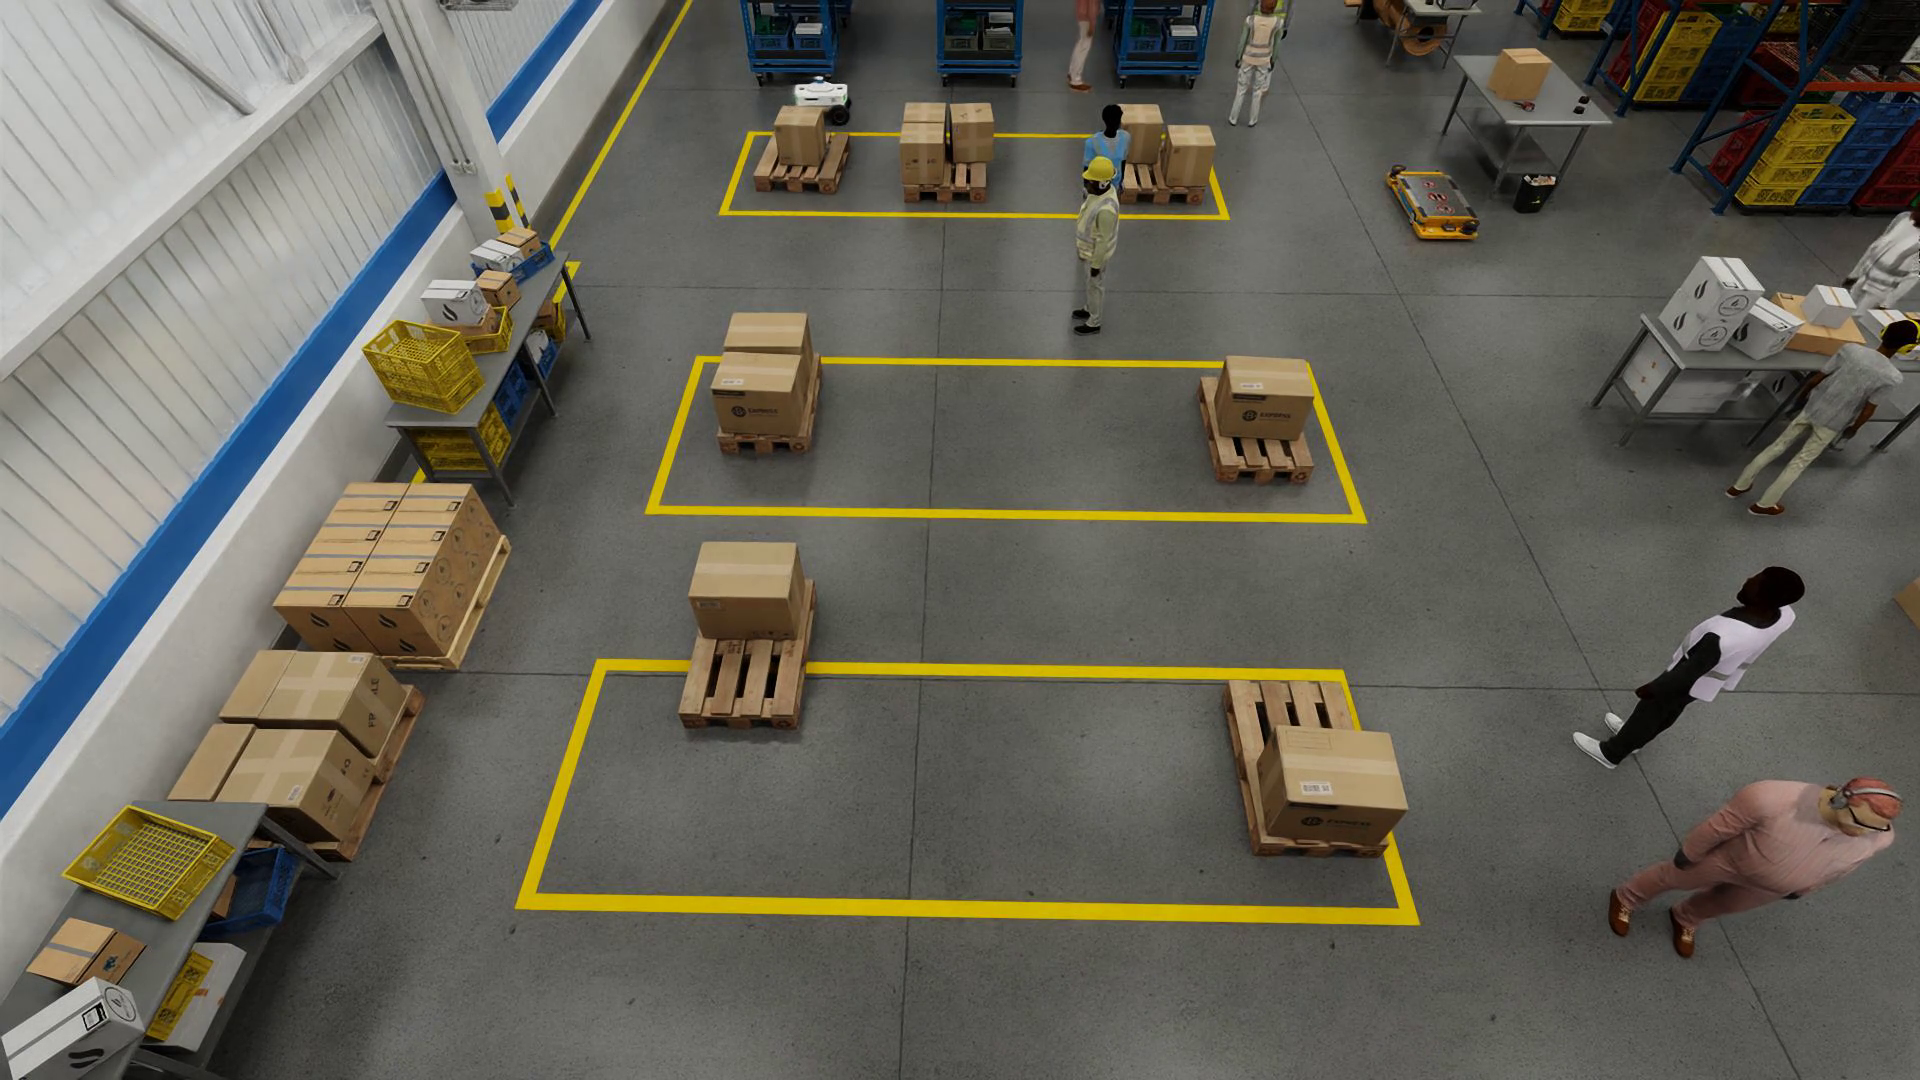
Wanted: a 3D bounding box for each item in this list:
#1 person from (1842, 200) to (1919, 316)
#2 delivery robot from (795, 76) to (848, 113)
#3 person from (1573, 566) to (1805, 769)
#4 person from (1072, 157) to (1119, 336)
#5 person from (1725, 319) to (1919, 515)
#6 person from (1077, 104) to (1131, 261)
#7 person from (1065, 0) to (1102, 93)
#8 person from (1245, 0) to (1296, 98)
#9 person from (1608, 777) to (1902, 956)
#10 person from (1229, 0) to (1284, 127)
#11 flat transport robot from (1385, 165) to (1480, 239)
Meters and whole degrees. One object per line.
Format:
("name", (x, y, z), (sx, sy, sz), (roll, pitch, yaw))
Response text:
("person", (8.426, -2.368, 8.531), (0.627, 1.863, 0.597), (5, 49, 5))
("delivery robot", (-1.892, -6.067, 12.520), (0.707, 0.478, 0.477), (-1, 49, -1))
("person", (4.552, 0.838, 5.708), (0.589, 1.920, 0.392), (-20, 52, -16))
("person", (1.317, -2.867, 8.979), (0.404, 1.824, 0.595), (0, 49, 0))
("person", (6.878, -0.963, 7.298), (0.330, 1.874, 0.518), (-13, 50, -11))
("person", (1.552, -3.861, 9.919), (0.536, 1.696, 0.322), (-15, 51, -13))
("person", (1.796, -7.276, 12.697), (0.459, 1.990, 0.642), (-5, 49, -4))
("person", (4.222, -7.081, 12.617), (0.622, 1.838, 0.429), (10, 50, 9))
("person", (4.249, 1.760, 4.928), (0.643, 1.898, 0.398), (18, 51, 15))
("person", (3.894, -6.302, 12.072), (0.523, 1.636, 0.309), (10, 50, 8))
("flat transport robot", (5.692, -4.094, 11.059), (0.652, 0.197, 1.431), (1, 49, 1))
